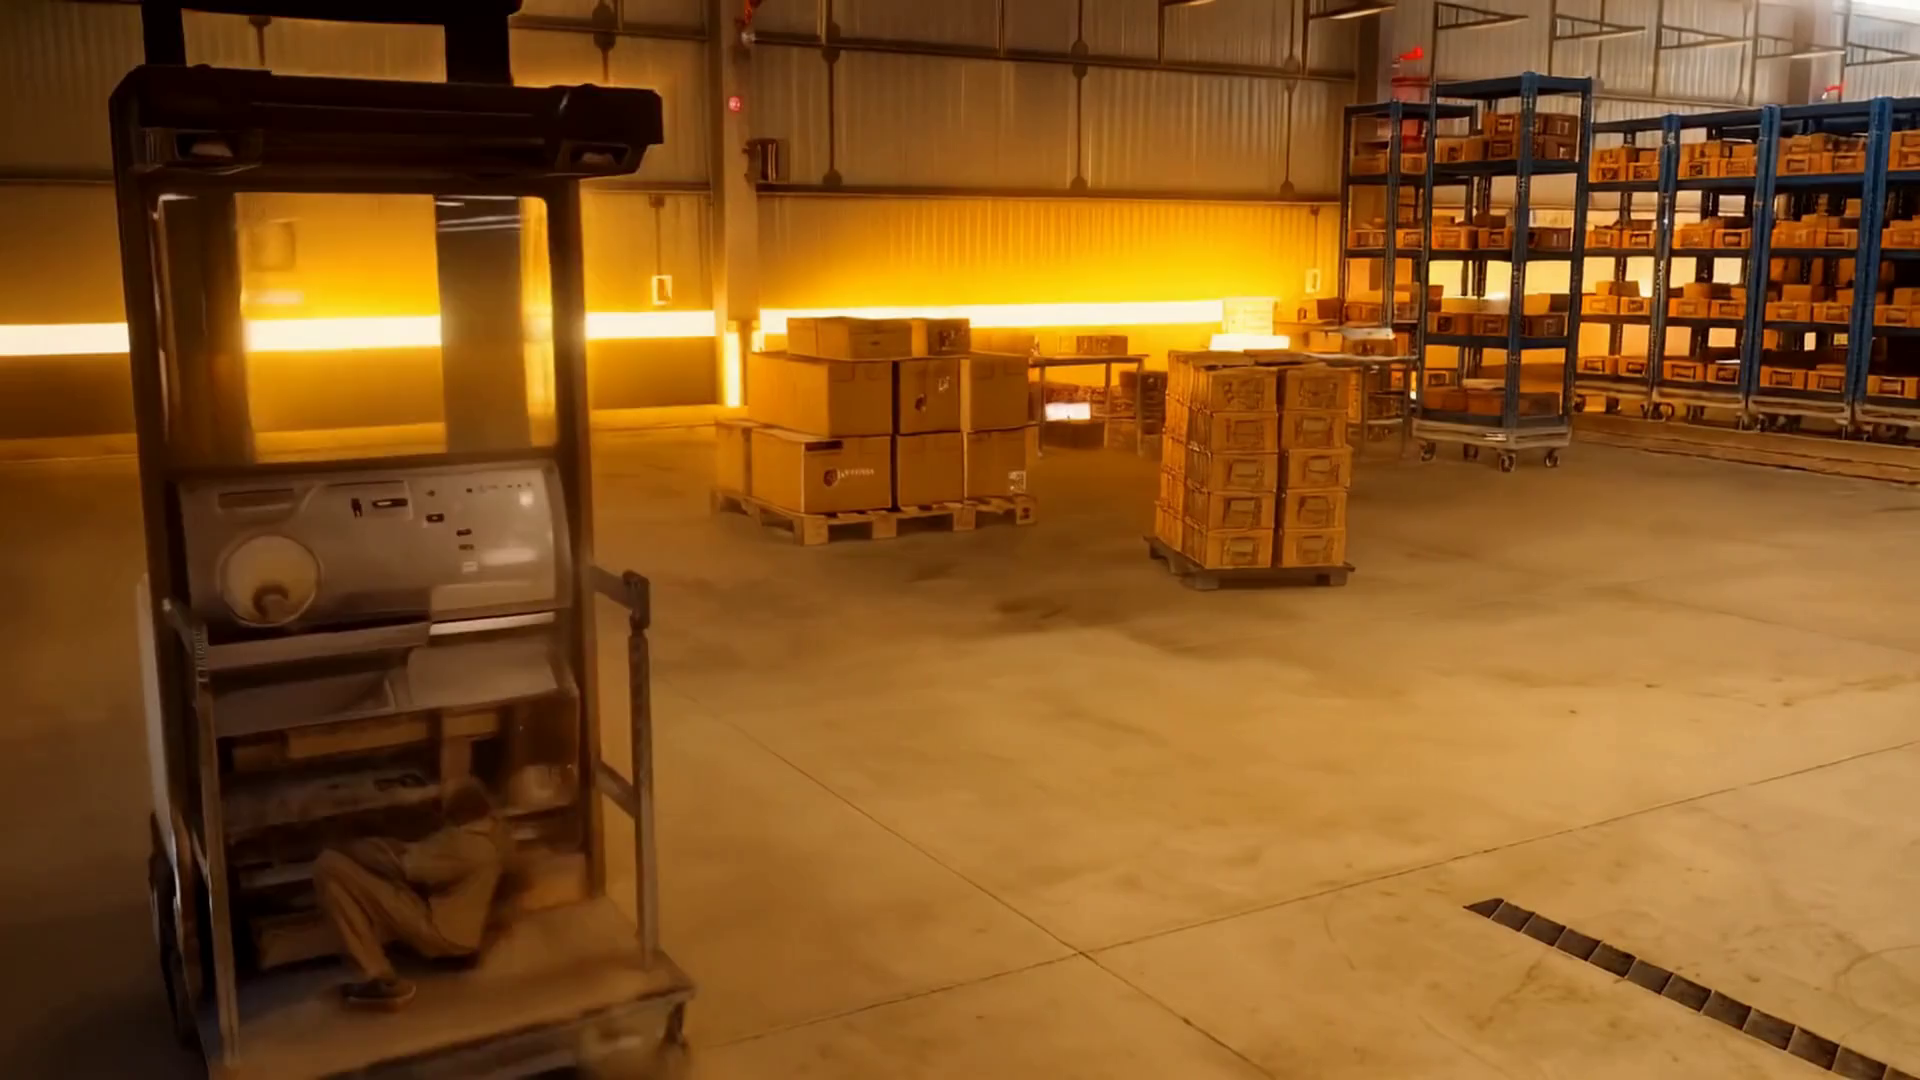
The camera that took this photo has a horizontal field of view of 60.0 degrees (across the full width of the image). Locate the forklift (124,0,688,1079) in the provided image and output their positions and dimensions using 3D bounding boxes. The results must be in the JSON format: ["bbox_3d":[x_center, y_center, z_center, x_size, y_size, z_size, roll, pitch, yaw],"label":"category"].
[{"bbox_3d":[-1.646,-0.151,4.527,1.129,2.768,1.873,-6,12,-30],"label":"forklift"}]
